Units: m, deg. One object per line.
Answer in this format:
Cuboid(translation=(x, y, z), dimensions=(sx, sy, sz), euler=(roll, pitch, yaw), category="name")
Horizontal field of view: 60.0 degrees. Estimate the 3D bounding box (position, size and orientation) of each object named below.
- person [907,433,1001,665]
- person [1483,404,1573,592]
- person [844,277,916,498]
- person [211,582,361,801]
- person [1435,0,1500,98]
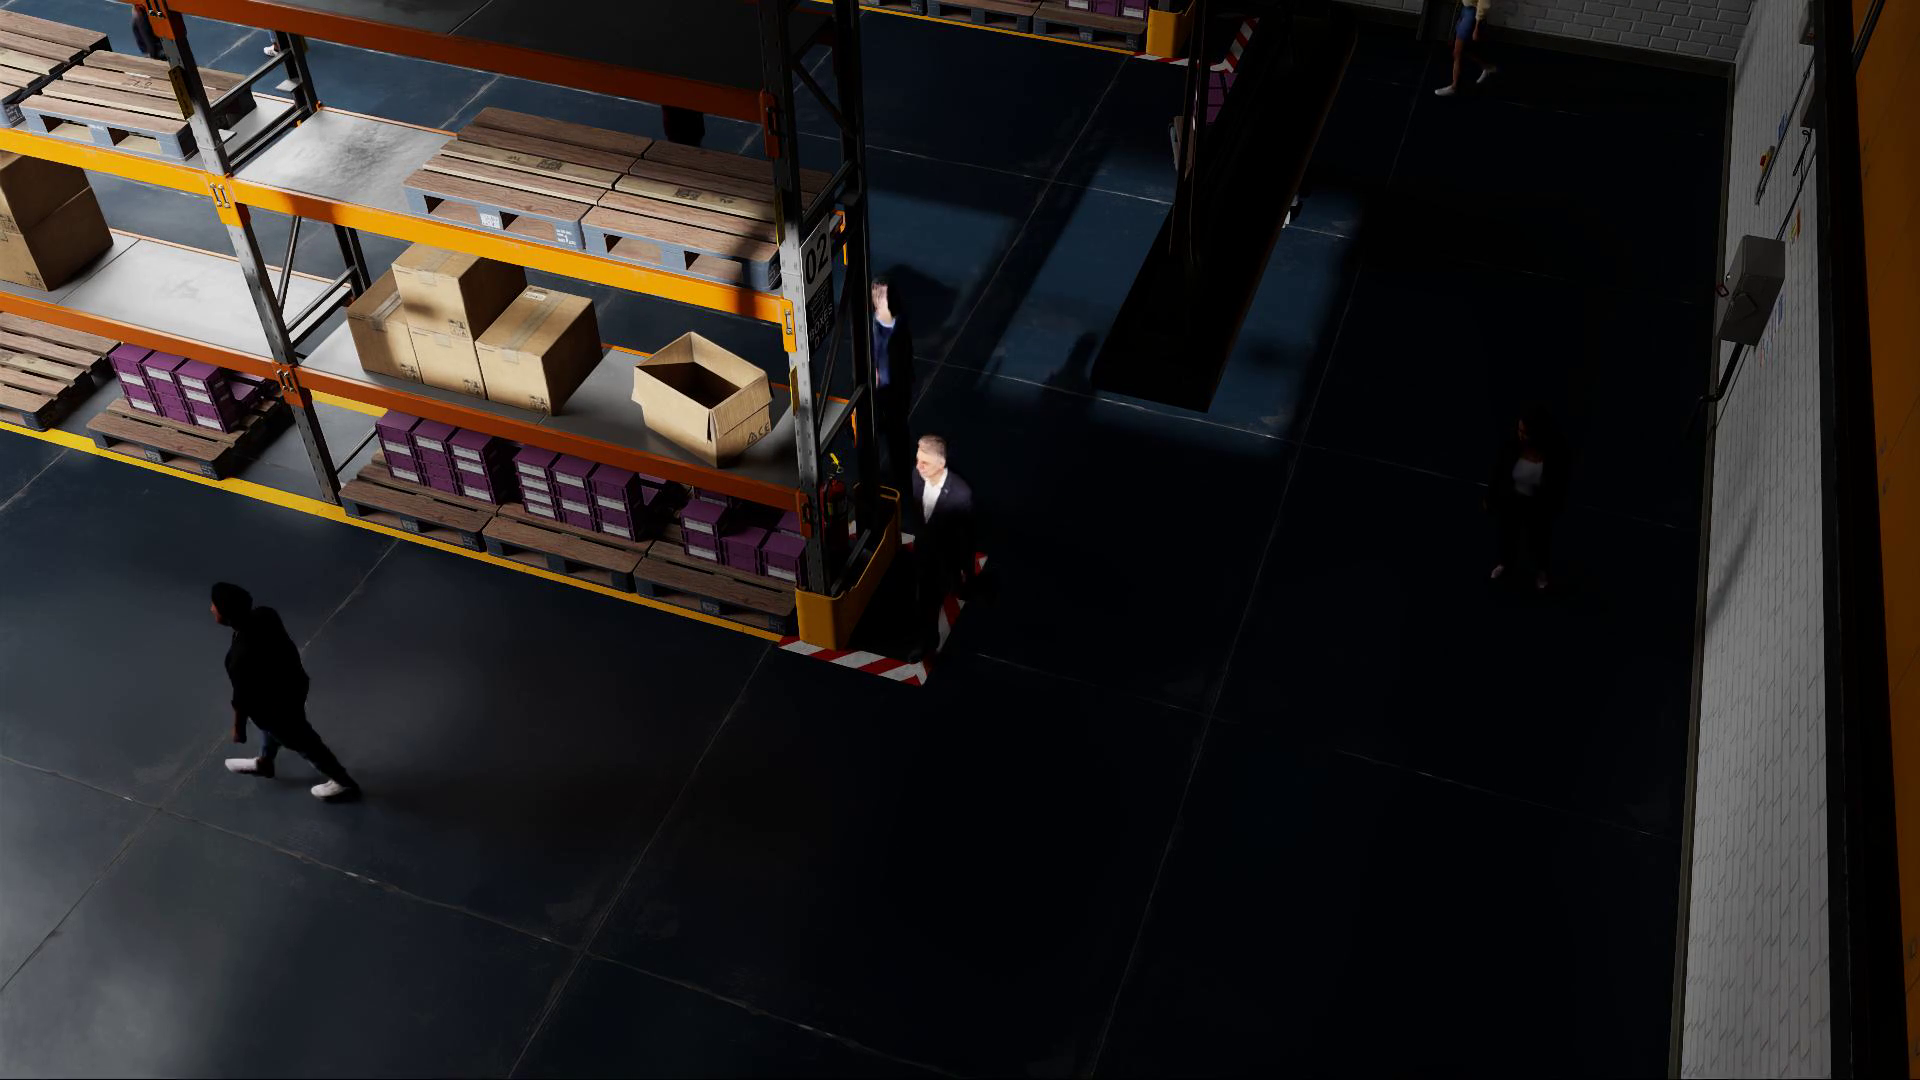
Cuboid(translation=(-0.050, -0.015, 10.906), dimensions=(1.125, 1.786, 0.939), euler=(26, 49, 25), category="person")
Cuboid(translation=(3.897, -0.302, 11.355), dimensions=(0.611, 1.582, 0.823), euler=(7, 44, 8), category="person")
Cuboid(translation=(-0.584, -1.136, 12.038), dimensions=(1.122, 1.847, 0.802), euler=(23, 48, 22), category="person")
Cuboid(translation=(-3.977, 0.947, 9.901), dimensions=(1.181, 1.779, 0.979), euler=(-3, 44, -3), category="person")
Cuboid(translation=(5.120, -5.119, 16.386), dimensions=(0.904, 1.617, 0.759), euler=(3, 44, 3), category="person")
